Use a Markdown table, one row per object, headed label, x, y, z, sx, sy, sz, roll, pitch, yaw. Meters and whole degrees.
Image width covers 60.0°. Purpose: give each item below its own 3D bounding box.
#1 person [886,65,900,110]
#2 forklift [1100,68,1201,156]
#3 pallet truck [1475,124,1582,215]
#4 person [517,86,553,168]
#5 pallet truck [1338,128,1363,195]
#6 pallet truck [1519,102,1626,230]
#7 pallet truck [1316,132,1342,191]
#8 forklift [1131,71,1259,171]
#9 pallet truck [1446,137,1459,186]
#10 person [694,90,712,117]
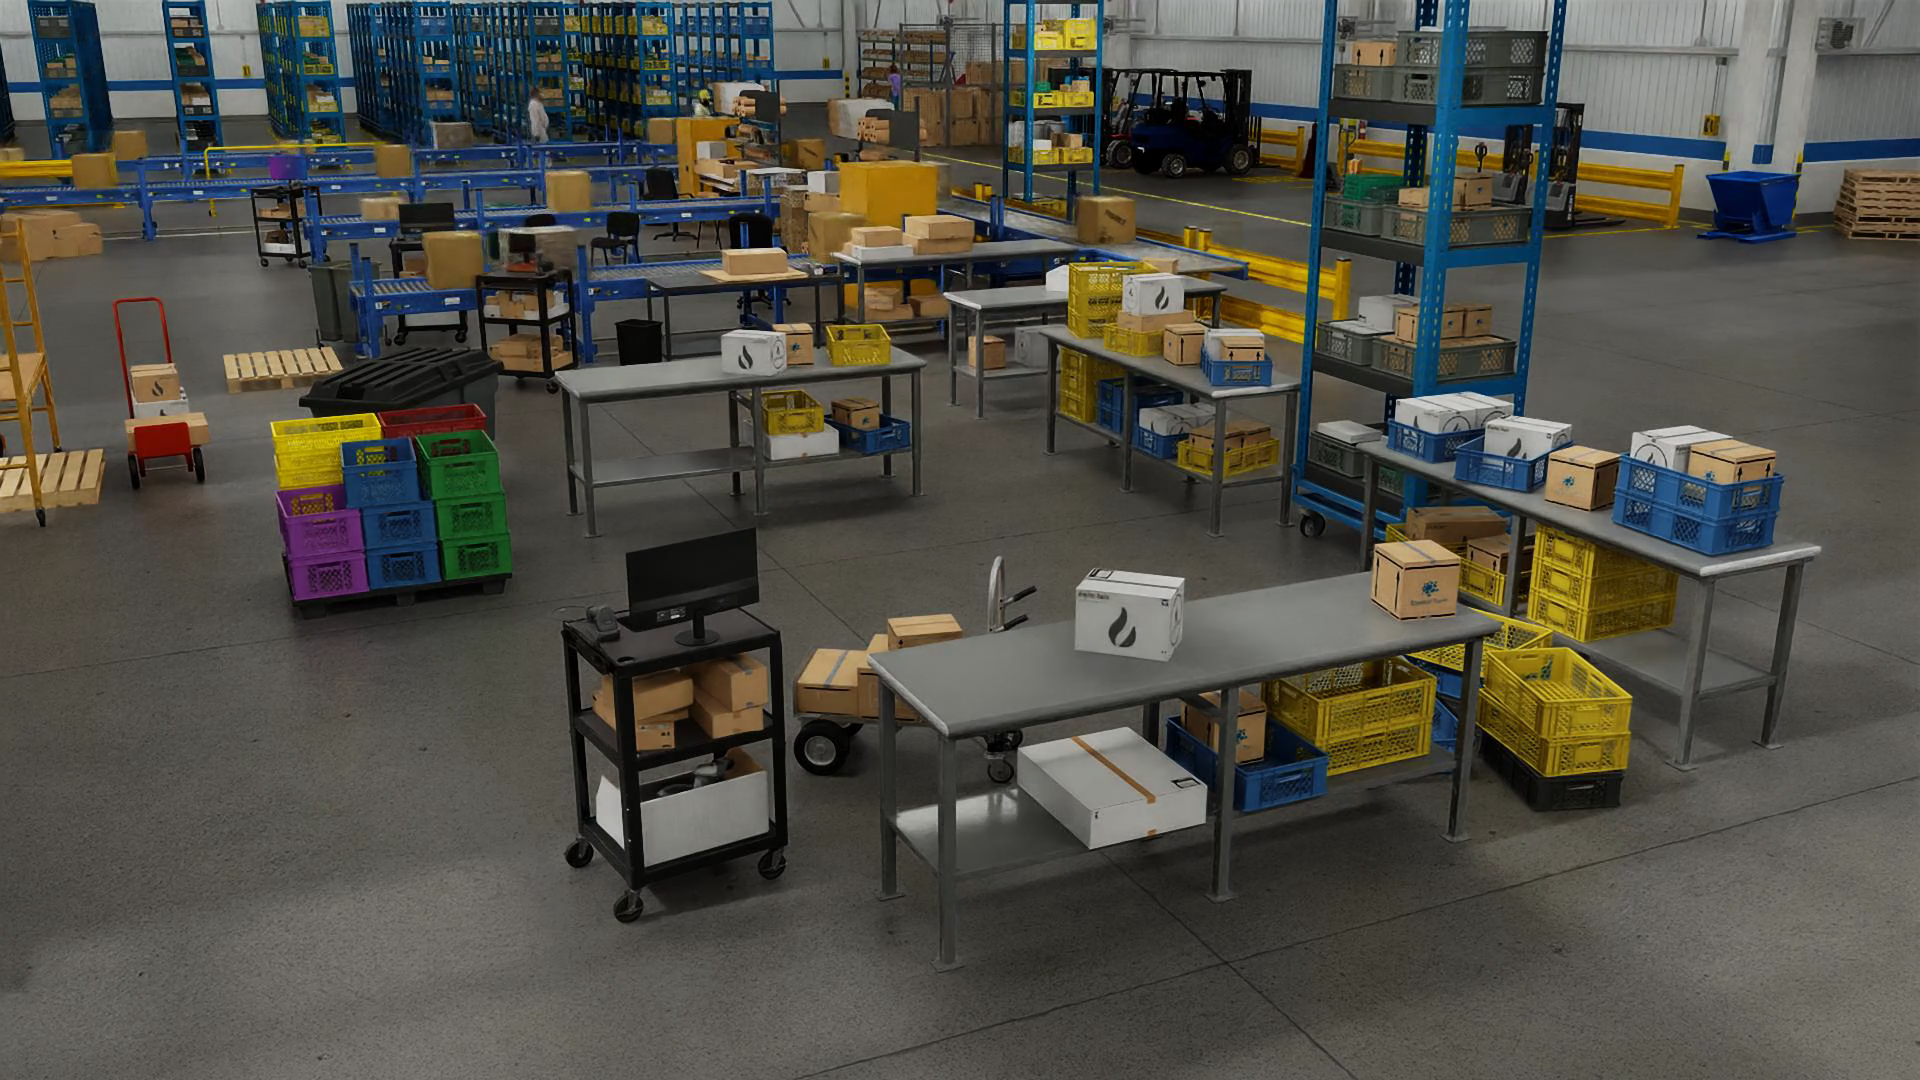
| label | x | y | z | sx | sy | sz | roll | pitch | yaw |
| --- | --- | --- | --- | --- | --- | --- | --- | --- | --- |
| person | -1.986 | -13.408 | 50.283 | 0.424 | 1.826 | 0.634 | 13 | 22 | 36 |
| forklift | 4.082 | -9.564 | 37.410 | 2.680 | 1.987 | 1.157 | -8 | 19 | -23 |
| pallet truck | 9.707 | -6.455 | 28.103 | 1.885 | 1.965 | 0.823 | -7 | 19 | -20 |
| person | -9.015 | -8.698 | 35.375 | 0.888 | 1.877 | 0.654 | -4 | 18 | -14 |
| pallet truck | 7.845 | -7.140 | 31.411 | 1.522 | 1.261 | 0.704 | -9 | 20 | -25 |
| pallet truck | 9.972 | -6.037 | 26.785 | 1.885 | 1.965 | 0.823 | -9 | 20 | -25 |
| pallet truck | 7.723 | -7.504 | 32.656 | 1.601 | 1.201 | 0.680 | -8 | 19 | -23 |
| forklift | 4.998 | -8.936 | 35.413 | 2.680 | 1.987 | 1.157 | -9 | 20 | -25 |
| pallet truck | 9.184 | -6.485 | 29.328 | 1.630 | 1.274 | 0.653 | -8 | 19 | -23 |
| person | -5.305 | -8.581 | 35.126 | 0.893 | 1.787 | 0.626 | 2 | 18 | 6 |
